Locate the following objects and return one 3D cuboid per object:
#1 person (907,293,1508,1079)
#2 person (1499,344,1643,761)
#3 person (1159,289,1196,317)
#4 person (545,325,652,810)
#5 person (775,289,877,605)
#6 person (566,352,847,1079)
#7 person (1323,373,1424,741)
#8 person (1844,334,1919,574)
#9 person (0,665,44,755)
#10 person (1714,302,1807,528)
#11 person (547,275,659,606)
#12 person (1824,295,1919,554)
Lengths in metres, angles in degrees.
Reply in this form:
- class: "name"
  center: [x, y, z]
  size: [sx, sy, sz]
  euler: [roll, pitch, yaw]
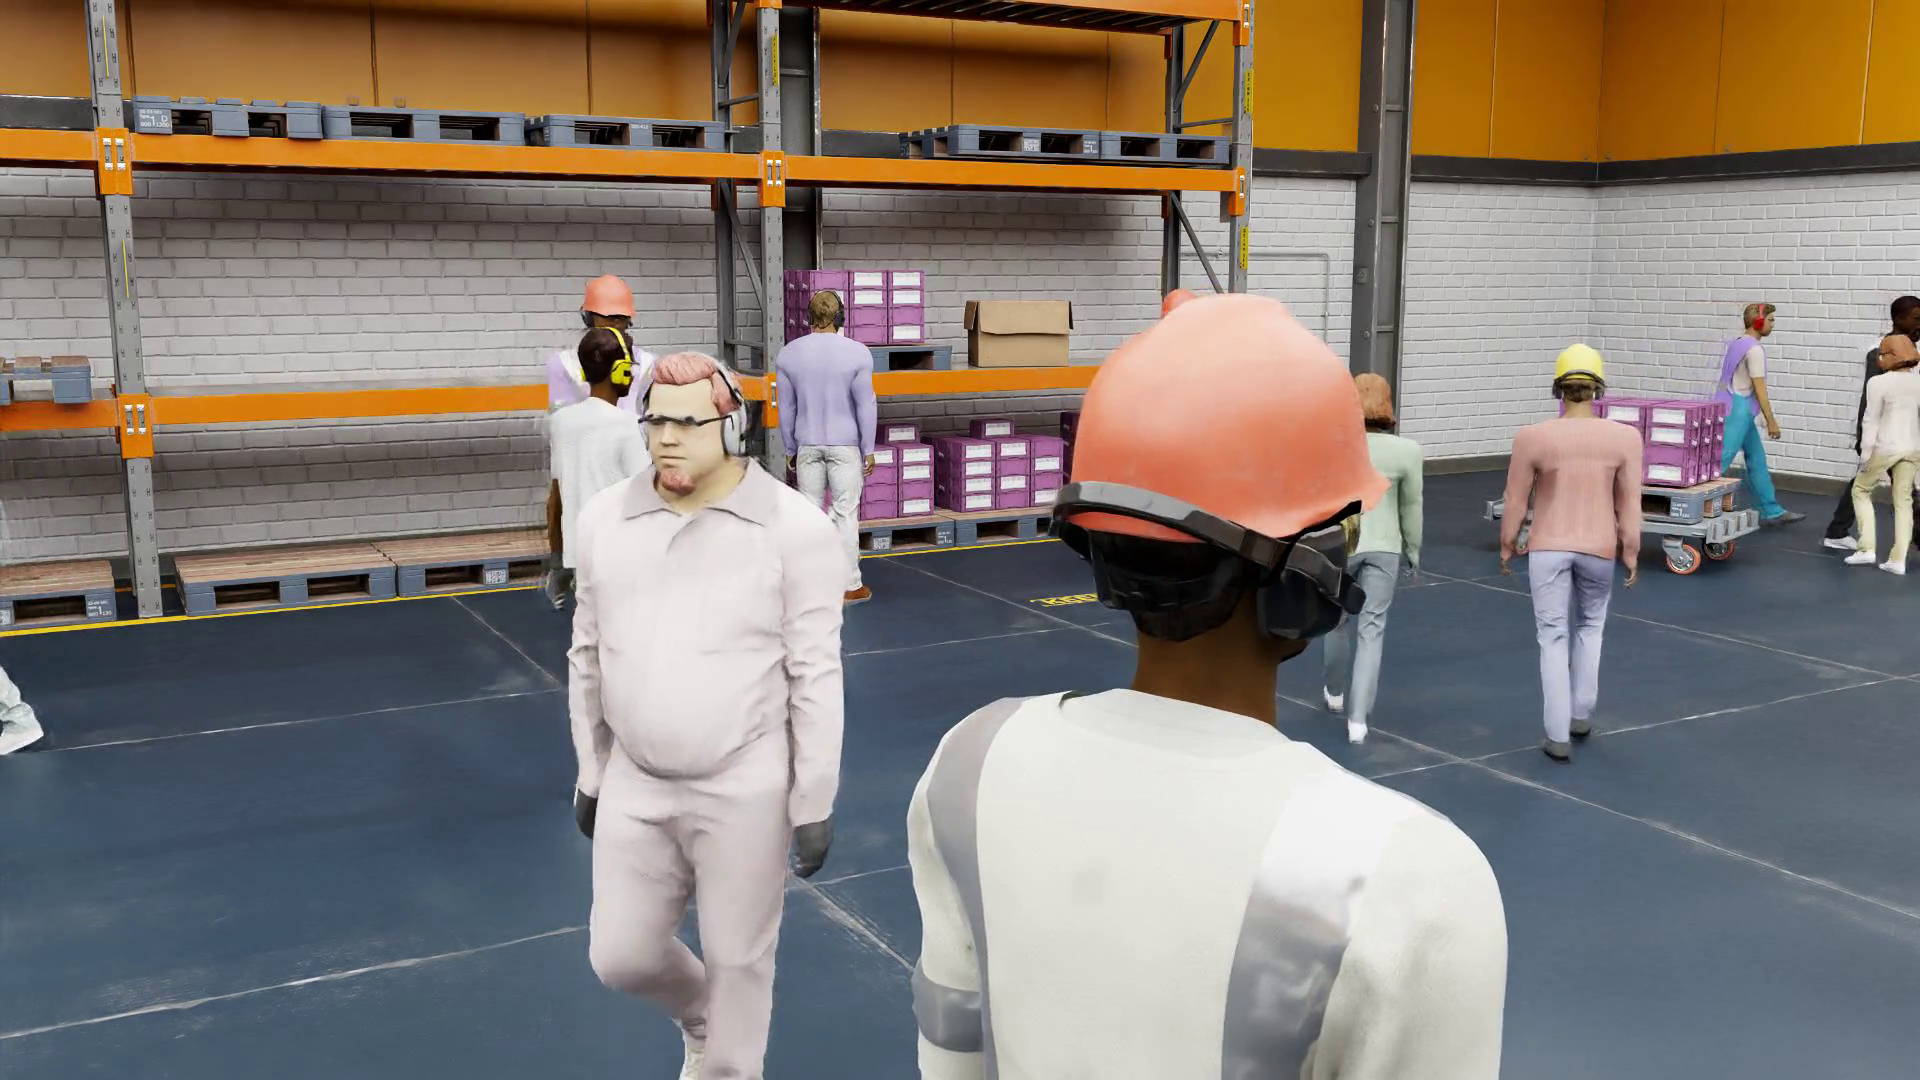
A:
- class: "person"
  center: [0.224, 0.805, 1.551]
  size: [0.607, 2.048, 0.370]
  euler: [9, 13, 43]
- class: "person"
  center: [2.597, 0.037, 7.137]
  size: [0.548, 1.740, 0.709]
  euler: [2, 9, 10]
- class: "person"
  center: [1.449, -0.663, 10.853]
  size: [0.640, 1.941, 1.037]
  euler: [6, 11, 33]
- class: "person"
  center: [-1.308, 0.108, 6.419]
  size: [0.538, 1.849, 0.616]
  euler: [8, 12, 41]
- class: "person"
  center: [-0.808, -0.561, 10.205]
  size: [0.632, 1.940, 0.372]
  euler: [2, 10, 13]
- class: "person"
  center: [-0.565, 0.526, 3.709]
  size: [0.667, 1.891, 0.485]
  euler: [2, 10, 14]
- class: "person"
  center: [1.812, 0.052, 7.489]
  size: [0.518, 1.591, 0.812]
  euler: [2, 10, 12]
- class: "person"
  center: [6.325, -0.592, 11.357]
  size: [0.540, 1.612, 0.556]
  euler: [-1, 9, -8]
- class: "person"
  center: [-4.328, 0.078, 7.038]
  size: [0.873, 1.704, 0.496]
  euler: [0, 9, 2]
- class: "person"
  center: [6.208, -0.967, 13.117]
  size: [0.959, 1.792, 0.575]
  euler: [3, 10, 17]
- class: "person"
  center: [-1.790, -0.334, 8.563]
  size: [0.607, 2.033, 0.396]
  euler: [-5, 11, -28]
- class: "person"
  center: [6.718, -0.801, 11.879]
  size: [0.606, 1.861, 0.994]
  euler: [-8, 12, -40]
